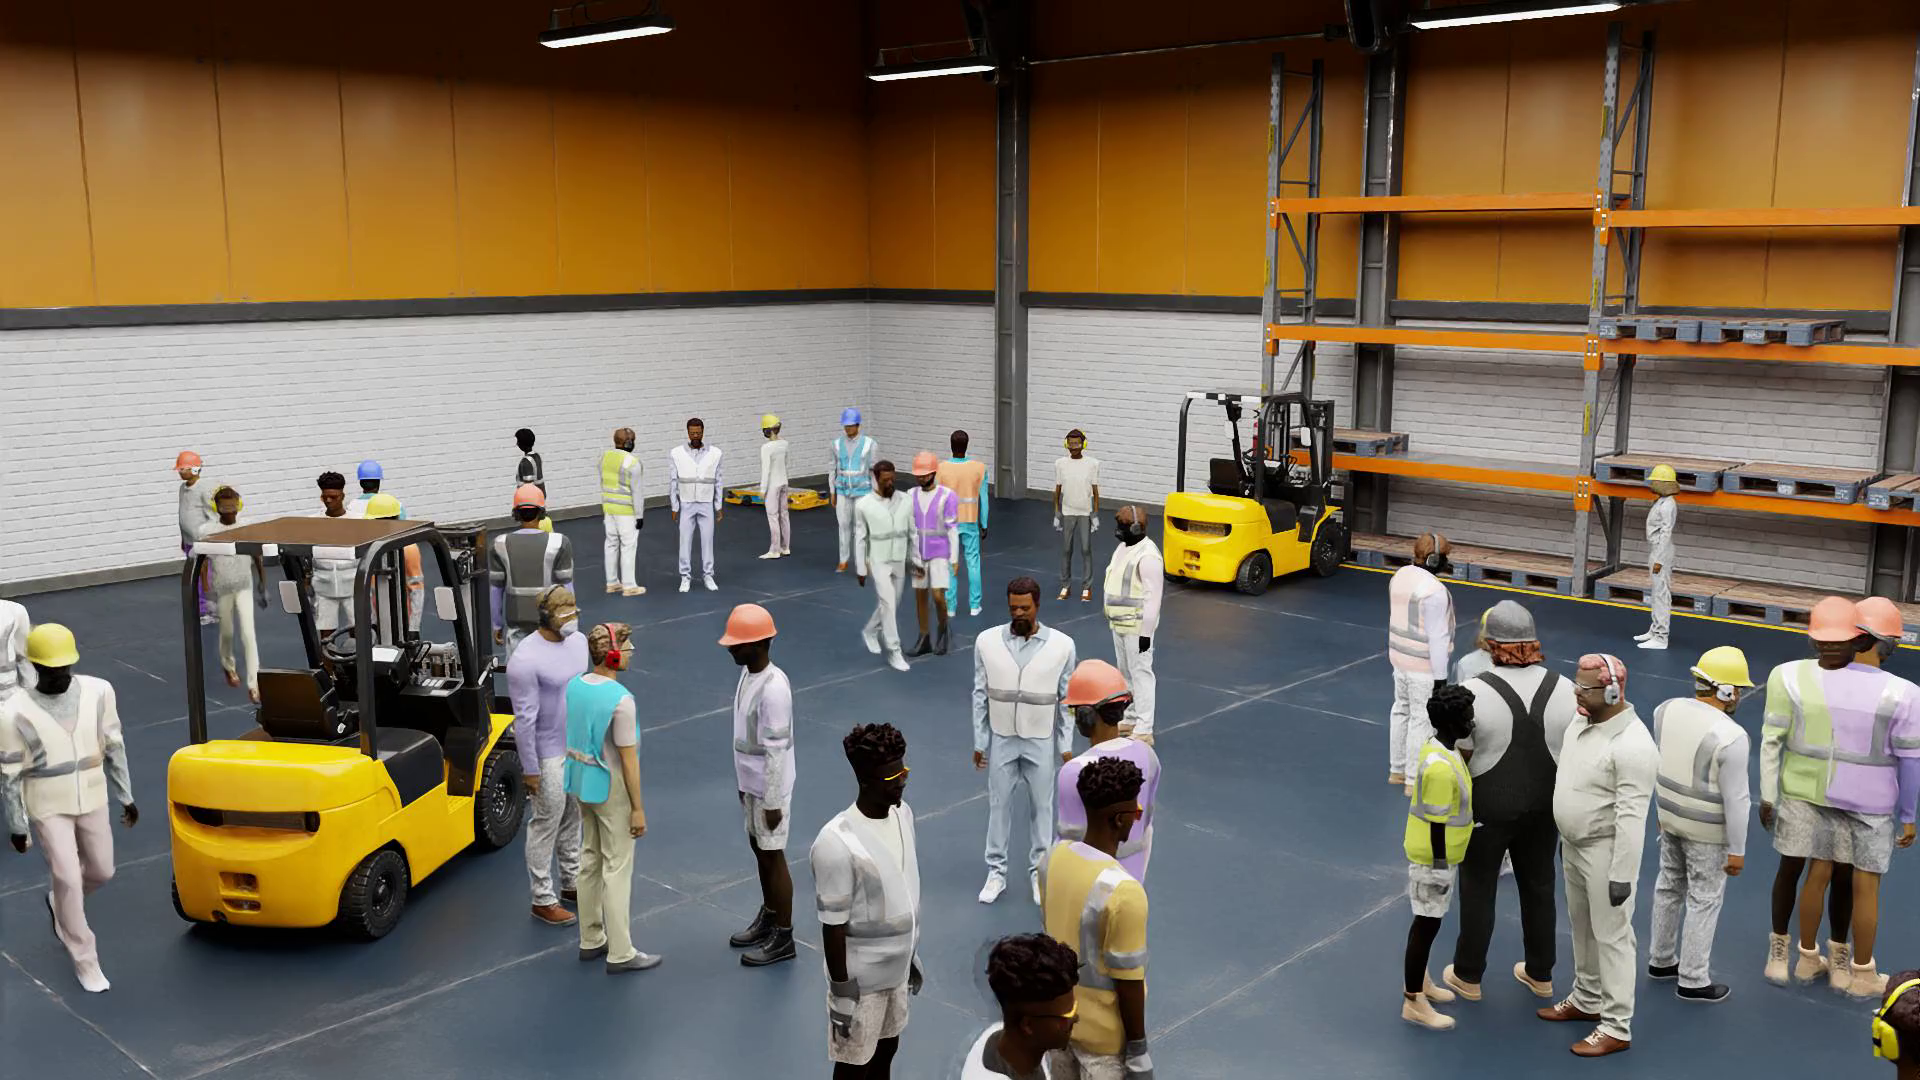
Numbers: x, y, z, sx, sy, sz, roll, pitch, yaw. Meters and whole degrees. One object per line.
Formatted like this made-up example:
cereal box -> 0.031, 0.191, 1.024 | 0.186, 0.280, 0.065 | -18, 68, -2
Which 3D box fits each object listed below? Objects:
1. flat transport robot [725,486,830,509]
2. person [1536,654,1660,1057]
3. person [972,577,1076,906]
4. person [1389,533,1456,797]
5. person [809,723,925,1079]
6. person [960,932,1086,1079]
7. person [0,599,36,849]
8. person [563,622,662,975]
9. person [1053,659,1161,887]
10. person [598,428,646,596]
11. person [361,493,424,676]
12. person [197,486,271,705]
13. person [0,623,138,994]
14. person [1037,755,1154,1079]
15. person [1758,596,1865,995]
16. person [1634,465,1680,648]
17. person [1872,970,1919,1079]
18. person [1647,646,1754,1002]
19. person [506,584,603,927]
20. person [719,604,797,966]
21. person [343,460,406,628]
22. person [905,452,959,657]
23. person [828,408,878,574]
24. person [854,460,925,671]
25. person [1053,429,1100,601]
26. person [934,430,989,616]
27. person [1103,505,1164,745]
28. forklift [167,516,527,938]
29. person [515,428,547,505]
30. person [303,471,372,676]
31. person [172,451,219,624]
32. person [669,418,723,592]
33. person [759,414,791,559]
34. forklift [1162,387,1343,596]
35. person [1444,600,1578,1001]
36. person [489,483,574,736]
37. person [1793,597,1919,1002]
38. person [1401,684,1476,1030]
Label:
flat transport robot -> -2.686, -0.638, 24.410 | 1.431, 0.197, 0.652 | 6, 11, 29
person -> 2.987, 1.462, 7.843 | 0.394, 1.900, 0.646 | -1, 10, -5
person -> 0.366, 1.148, 9.584 | 0.606, 1.917, 0.386 | 2, 10, 9
person -> 3.182, 0.857, 11.474 | 0.429, 1.833, 0.634 | -2, 10, -12
person -> -0.335, 1.660, 6.501 | 0.367, 1.966, 0.604 | 5, 11, 27
person -> 0.038, 2.001, 4.611 | 0.599, 1.951, 0.611 | 1, 10, 7
person -> -6.092, 1.019, 10.386 | 0.584, 1.882, 0.337 | -3, 11, -19
person -> -1.853, 1.340, 8.674 | 0.377, 1.841, 0.567 | -9, 14, -43
person -> 0.587, 1.514, 7.161 | 0.410, 2.029, 0.619 | 9, 13, 41
person -> -3.655, -0.307, 18.111 | 0.619, 1.835, 0.434 | 8, 12, 37
person -> -4.319, 0.595, 12.678 | 0.592, 1.925, 0.385 | 8, 13, 40
person -> -6.103, 0.422, 14.018 | 0.564, 1.823, 0.975 | -6, 12, -30
person -> -4.622, 1.331, 8.569 | 0.756, 1.900, 0.610 | 8, 13, 37
person -> 0.502, 1.741, 6.072 | 0.382, 1.958, 0.605 | -5, 11, -25
person -> 4.382, 1.286, 8.429 | 0.616, 2.041, 0.387 | 4, 11, 22
person -> 6.595, 0.154, 15.714 | 0.294, 1.744, 0.486 | 3, 10, 17
person -> 2.523, 2.068, 4.493 | 0.515, 1.861, 0.321 | 1, 10, 5
person -> 3.707, 1.418, 8.320 | 0.403, 1.817, 0.603 | -3, 10, -17
person -> -2.255, 1.190, 9.304 | 0.385, 1.929, 0.635 | 4, 11, 23
person -> -1.067, 1.280, 8.783 | 0.387, 1.929, 0.547 | -4, 11, -21
person -> -5.092, 0.270, 14.505 | 0.605, 1.939, 0.415 | 0, 10, -3
person -> -0.293, 0.138, 15.286 | 0.594, 1.922, 0.414 | 4, 11, 24
person -> -1.233, -0.564, 19.262 | 0.615, 1.940, 0.416 | 2, 10, 13
person -> -0.684, 0.198, 15.136 | 0.609, 1.865, 0.916 | -7, 12, -34
person -> 1.247, -0.267, 17.798 | 0.501, 1.861, 0.328 | 2, 10, 11
person -> 0.003, -0.169, 17.050 | 0.588, 1.920, 0.390 | -1, 10, -8
person -> 1.298, 0.648, 12.621 | 0.429, 1.841, 0.633 | -3, 10, -16
forklift -> -3.583, 0.976, 9.748 | 1.214, 2.155, 2.313 | 2, 10, 11
person -> -4.980, -0.456, 19.328 | 0.322, 1.692, 0.533 | 0, 10, 0
person -> -5.097, 0.400, 13.677 | 0.609, 1.964, 0.367 | -2, 10, -11
person -> -7.685, -0.028, 16.722 | 0.572, 1.748, 0.342 | 7, 12, 35
person -> -2.899, -0.392, 18.323 | 0.593, 1.920, 0.391 | -3, 10, -16
person -> -2.267, -0.647, 20.215 | 0.318, 1.767, 0.523 | 5, 11, 27
forklift -> 3.298, -0.608, 18.767 | 1.214, 2.155, 2.313 | 9, 13, 42
person -> 2.740, 1.291, 8.395 | 0.686, 2.000, 0.535 | -1, 10, -4
person -> -3.188, 0.592, 12.438 | 0.620, 2.030, 0.453 | 0, 10, 1
person -> 4.522, 1.290, 8.402 | 0.395, 2.038, 0.615 | -8, 13, -39
person -> 2.325, 1.519, 8.093 | 0.319, 1.691, 0.536 | 3, 10, 18
